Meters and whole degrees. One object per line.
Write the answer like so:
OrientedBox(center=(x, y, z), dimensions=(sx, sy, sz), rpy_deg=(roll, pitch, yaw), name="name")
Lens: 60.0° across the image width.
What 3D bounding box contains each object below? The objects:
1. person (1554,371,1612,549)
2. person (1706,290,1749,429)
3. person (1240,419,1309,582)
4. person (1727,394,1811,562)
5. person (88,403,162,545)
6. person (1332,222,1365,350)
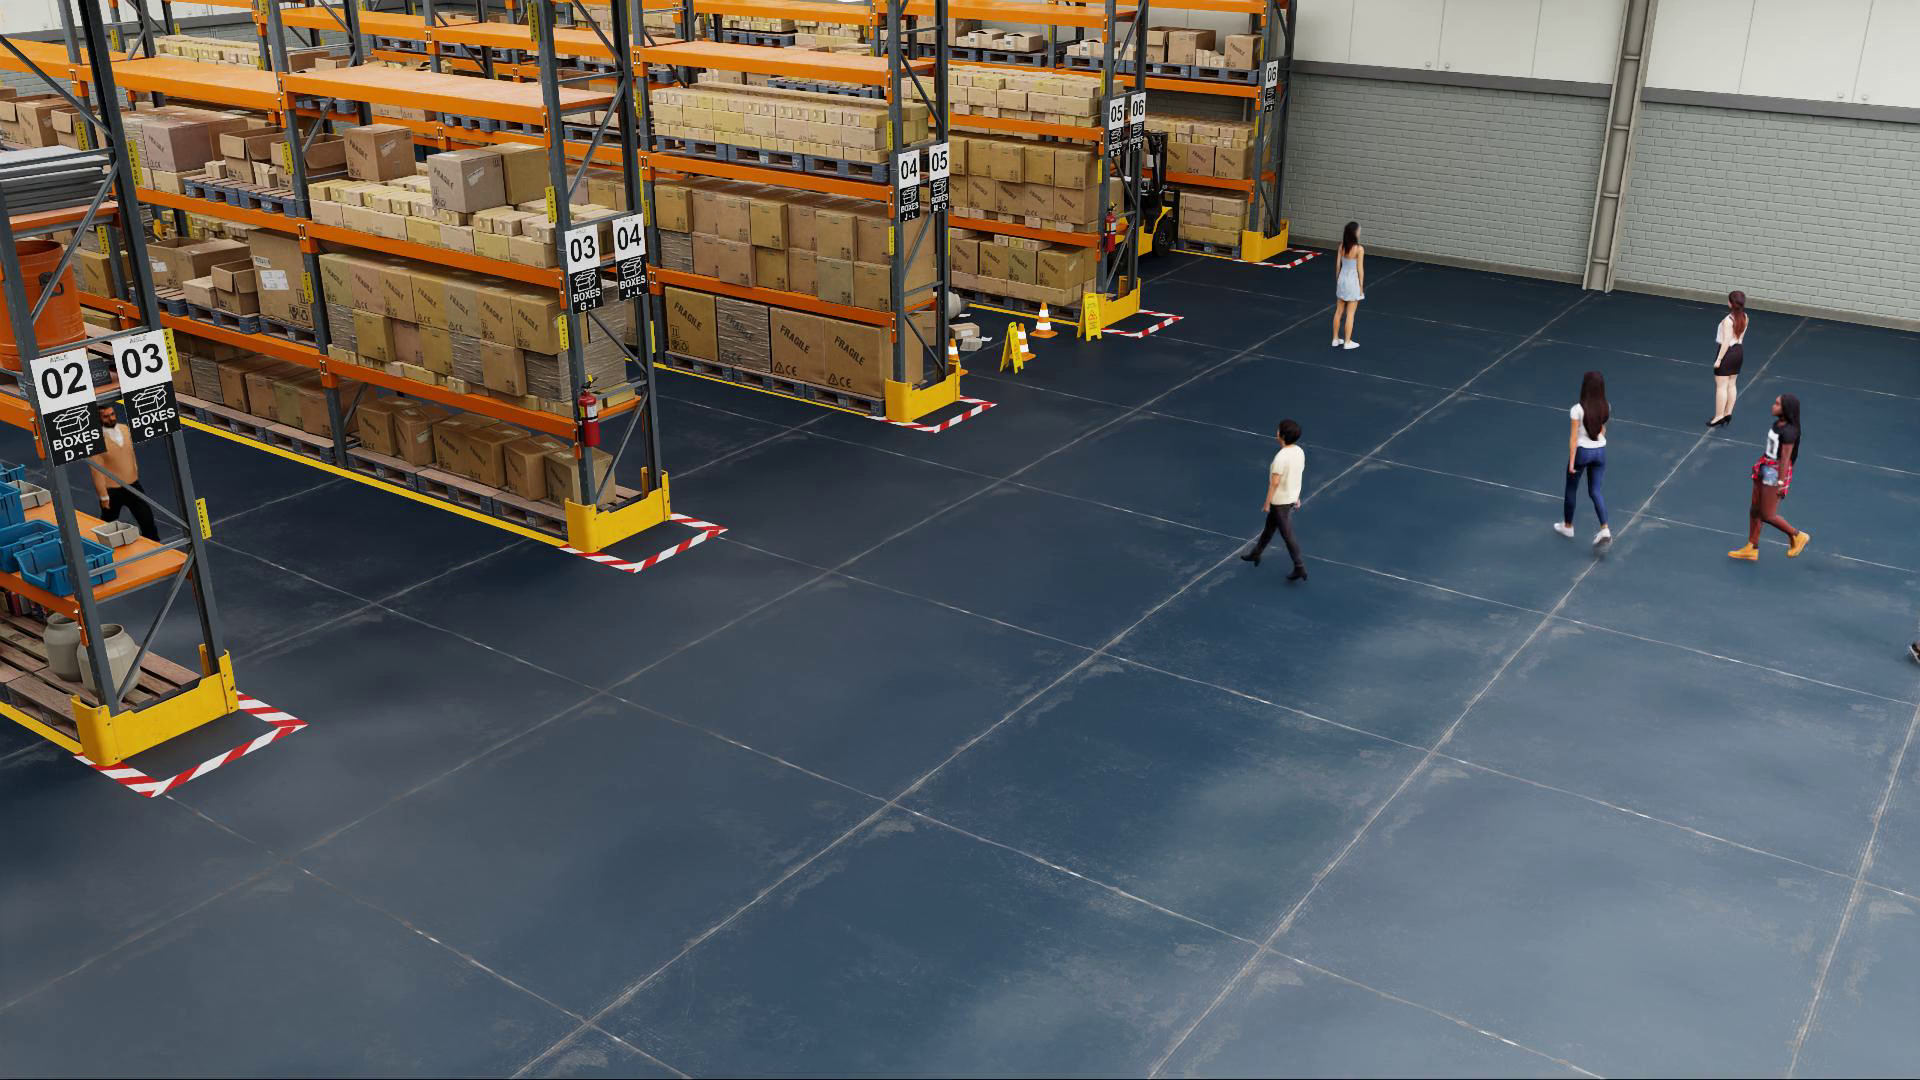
OrientedBox(center=(6.223, -0.760, 16.333), dimensions=(0.994, 1.747, 1.088), rpy_deg=(-5, 24, -13), name="person")
OrientedBox(center=(9.112, -2.147, 19.718), dimensions=(0.628, 1.649, 0.620), rpy_deg=(-15, 27, -31), name="person")
OrientedBox(center=(3.086, -0.328, 15.577), dimensions=(0.985, 1.543, 0.637), rpy_deg=(17, 29, 35), name="person")
OrientedBox(center=(7.856, -0.555, 15.900), dimensions=(1.009, 1.707, 0.853), rpy_deg=(3, 23, 6), name="person")
OrientedBox(center=(-7.997, -0.474, 15.696), dimensions=(1.225, 1.718, 0.795), rpy_deg=(11, 25, 24), name="person")
OrientedBox(center=(5.323, -3.499, 22.794), dimensions=(0.699, 1.729, 0.545), rpy_deg=(-19, 30, -37), name="person")
